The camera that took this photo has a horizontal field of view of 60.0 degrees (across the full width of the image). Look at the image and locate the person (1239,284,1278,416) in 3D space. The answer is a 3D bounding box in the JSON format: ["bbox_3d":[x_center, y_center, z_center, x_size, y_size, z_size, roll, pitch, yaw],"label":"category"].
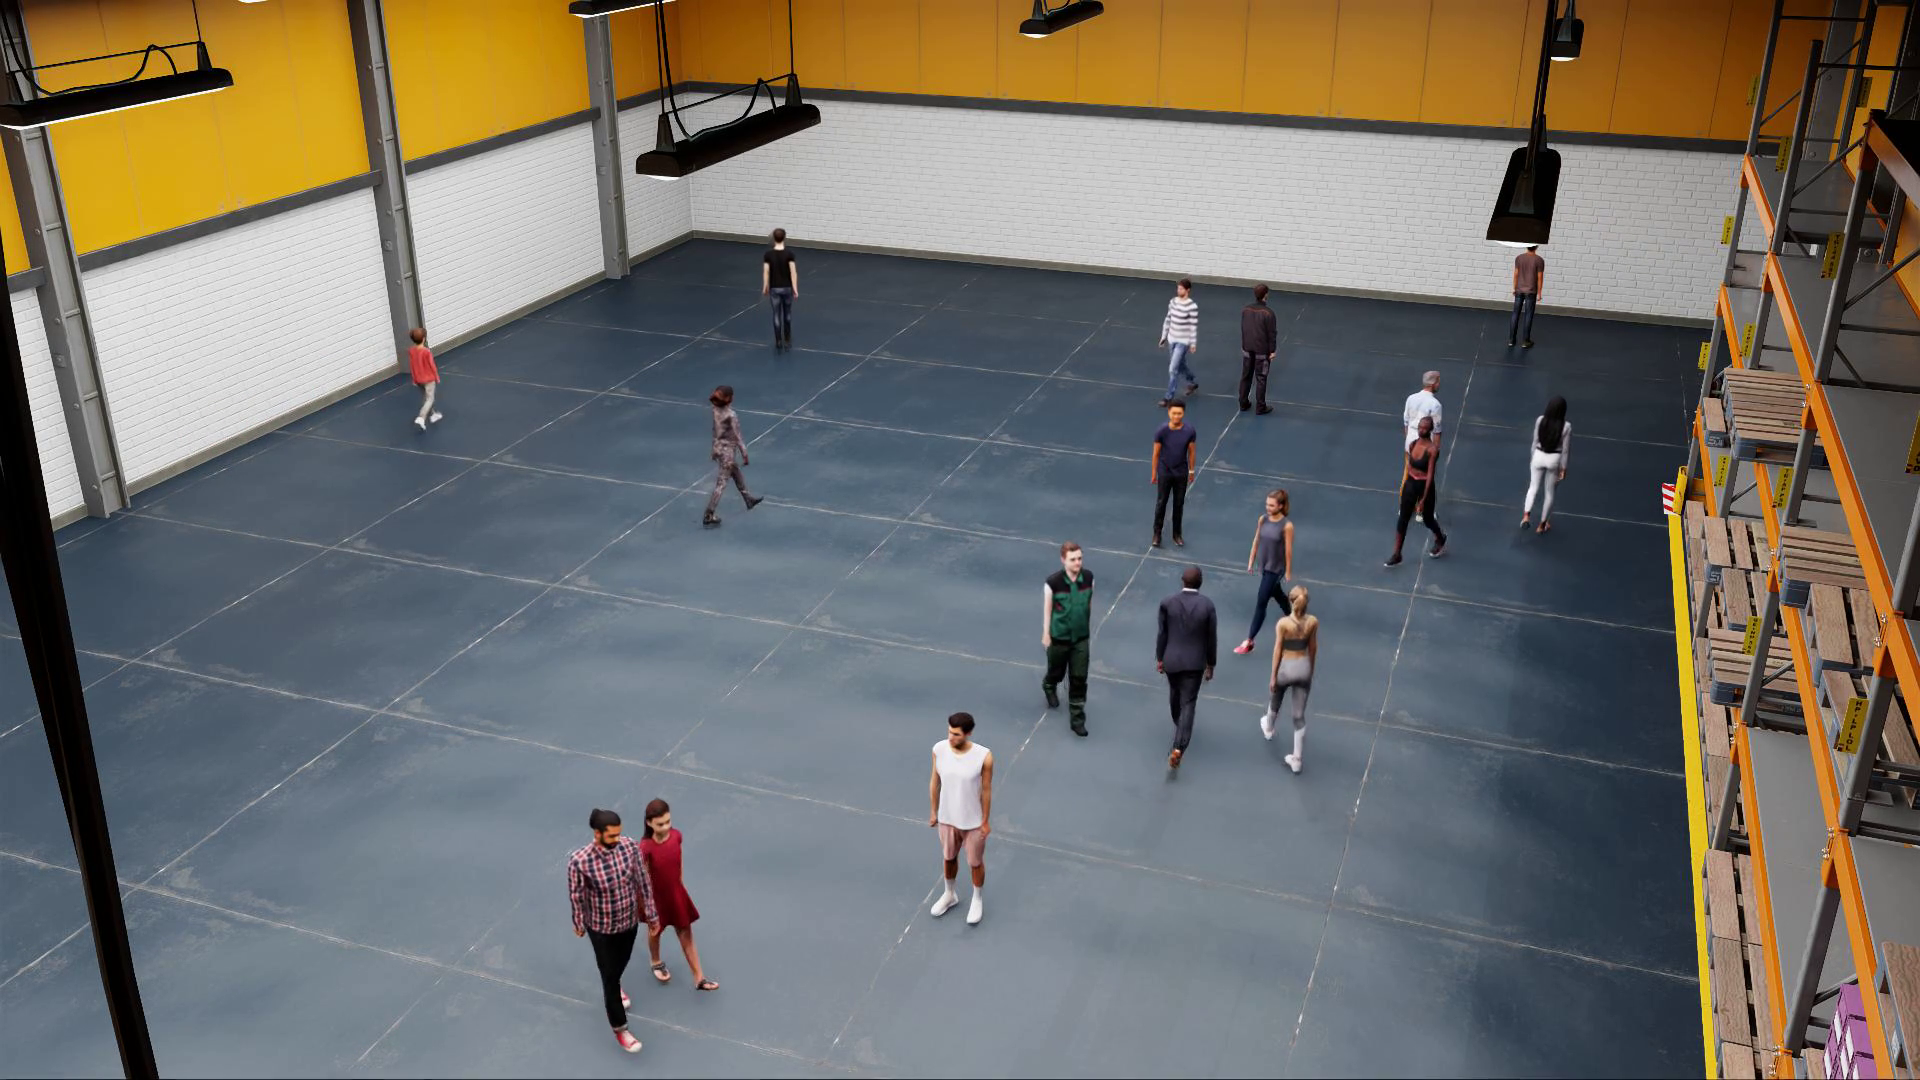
[{"bbox_3d":[4.176,-2.687,23.383,0.791,1.841,0.722,20,31,38],"label":"person"}]

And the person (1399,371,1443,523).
[{"bbox_3d":[5.508,-1.131,19.847,0.789,1.822,0.770,-15,28,-31],"label":"person"}]

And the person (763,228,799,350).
[{"bbox_3d":[-2.831,-3.911,26.159,1.059,1.860,1.330,-2,24,-4],"label":"person"}]

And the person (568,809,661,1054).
[{"bbox_3d":[-2.424,2.580,11.491,1.120,1.715,1.081,-16,29,-33],"label":"person"}]

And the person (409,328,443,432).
[{"bbox_3d":[-7.370,-2.193,22.805,0.522,1.398,0.892,9,25,20],"label":"person"}]

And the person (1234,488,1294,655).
[{"bbox_3d":[3.204,0.289,16.781,1.240,1.676,1.014,-17,29,-34],"label":"person"}]

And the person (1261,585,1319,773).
[{"bbox_3d":[2.946,1.244,14.600,0.893,1.672,1.121,-4,24,-9],"label":"person"}]

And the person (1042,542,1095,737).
[{"bbox_3d":[0.966,0.852,15.323,1.068,1.811,1.224,-6,24,-14],"label":"person"}]

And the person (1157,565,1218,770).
[{"bbox_3d":[1.970,1.134,14.709,0.686,1.787,1.202,9,25,19],"label":"person"}]

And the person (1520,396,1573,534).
[{"bbox_3d":[6.792,-0.846,19.332,0.760,1.711,0.926,18,29,35],"label":"person"}]

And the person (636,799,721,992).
[{"bbox_3d":[-2.165,2.498,11.912,0.952,1.527,0.889,-20,30,-38],"label":"person"}]

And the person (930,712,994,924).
[{"bbox_3d":[0.028,2.068,12.575,0.637,1.784,0.543,9,25,20],"label":"person"}]

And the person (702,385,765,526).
[{"bbox_3d":[-2.830,-0.967,19.675,1.243,1.659,0.969,-20,31,-38],"label":"person"}]

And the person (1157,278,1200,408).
[{"bbox_3d":[3.205,-2.843,23.784,1.289,1.806,1.095,-17,29,-33],"label":"person"}]

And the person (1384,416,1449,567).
[{"bbox_3d":[5.229,-0.548,18.629,1.219,1.728,0.986,-18,29,-35],"label":"person"}]

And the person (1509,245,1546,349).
[{"bbox_3d":[8.965,-3.941,26.331,0.685,1.777,0.642,17,29,33],"label":"person"}]

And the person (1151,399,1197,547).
[{"bbox_3d":[2.449,-0.786,19.100,0.713,1.788,0.648,1,24,1],"label":"person"}]
